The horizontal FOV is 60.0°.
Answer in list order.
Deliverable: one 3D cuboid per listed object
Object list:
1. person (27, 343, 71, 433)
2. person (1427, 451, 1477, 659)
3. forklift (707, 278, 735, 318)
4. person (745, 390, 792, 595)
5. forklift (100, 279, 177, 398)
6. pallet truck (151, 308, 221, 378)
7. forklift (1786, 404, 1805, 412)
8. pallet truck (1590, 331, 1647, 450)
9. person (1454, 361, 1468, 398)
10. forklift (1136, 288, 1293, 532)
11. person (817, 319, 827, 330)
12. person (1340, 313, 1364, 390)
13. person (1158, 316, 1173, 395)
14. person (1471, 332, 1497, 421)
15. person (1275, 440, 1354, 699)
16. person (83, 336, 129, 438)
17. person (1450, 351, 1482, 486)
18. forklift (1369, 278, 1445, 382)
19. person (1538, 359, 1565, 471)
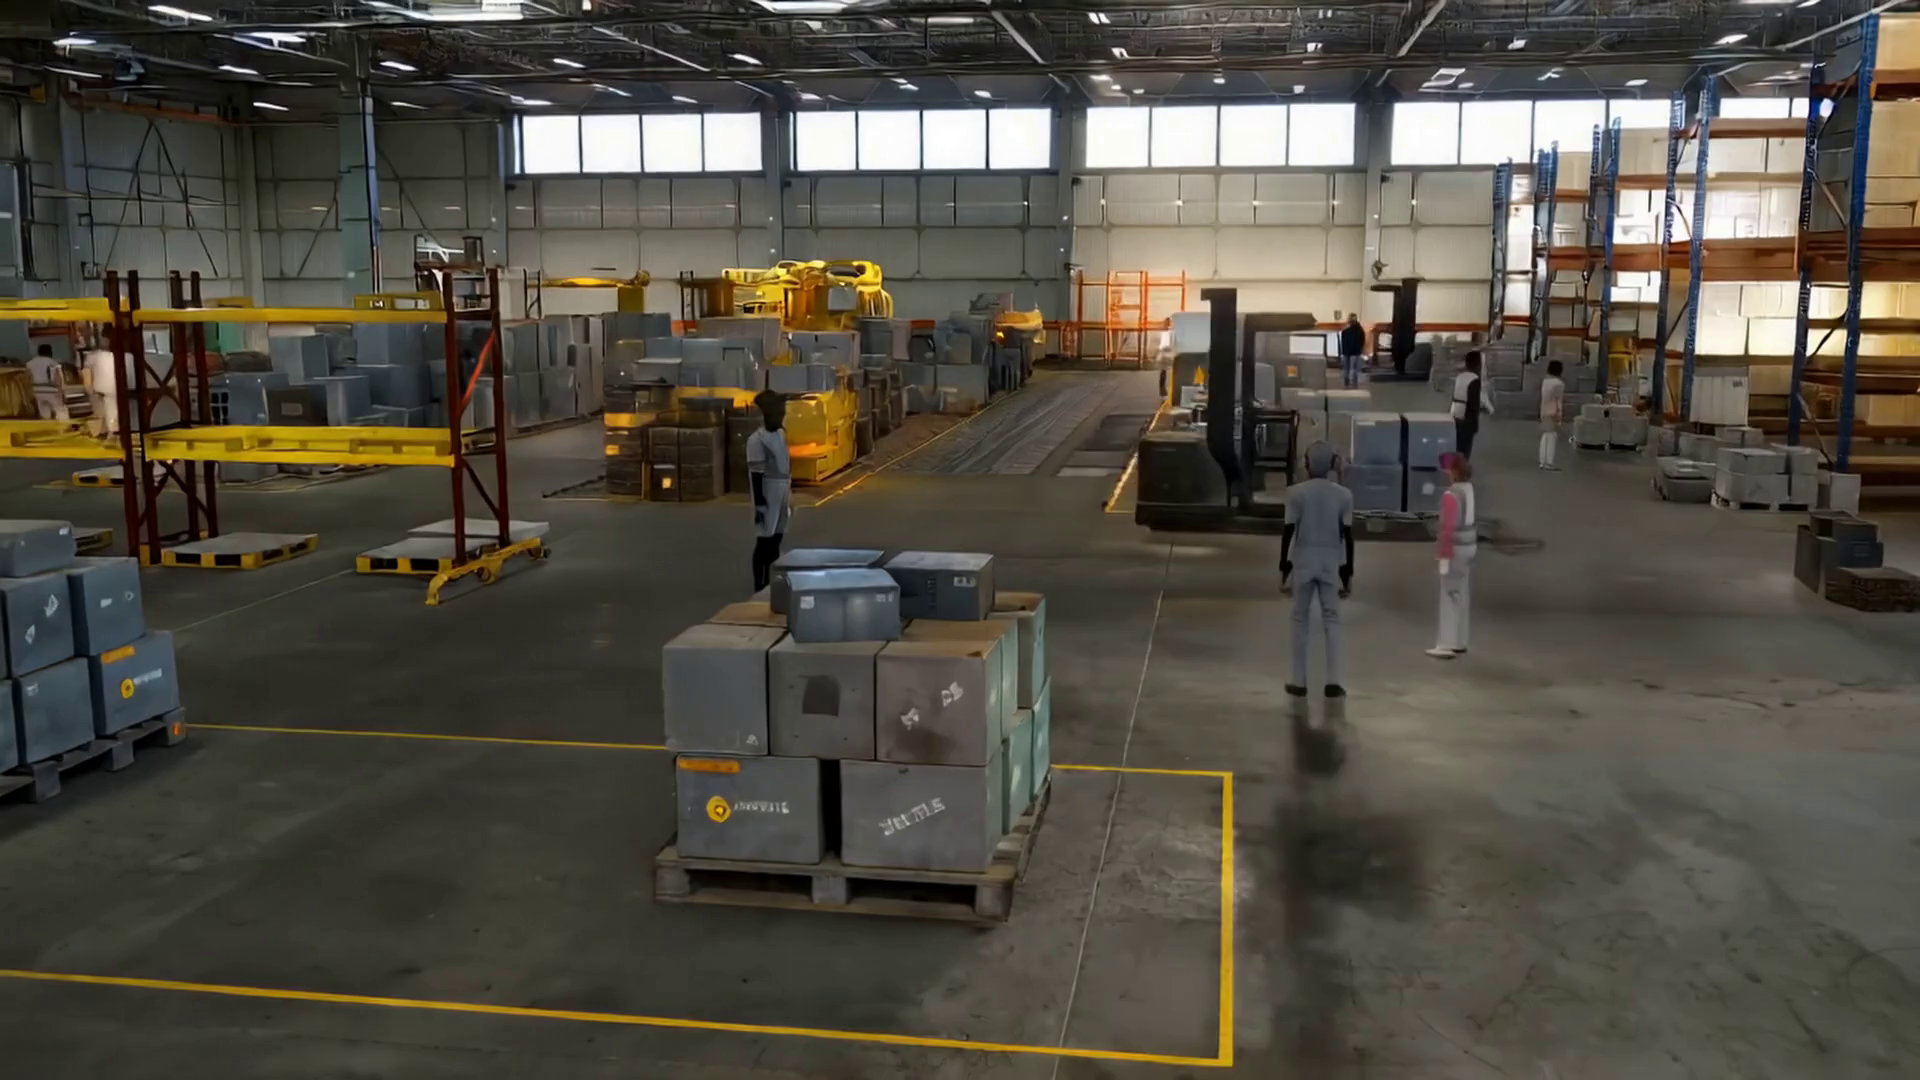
[{"bbox_3d":[-15.246,-2.395,27.907,0.657,1.828,0.568,1,9,9],"label":"person"},{"bbox_3d":[3.887,0.114,13.034,0.309,1.638,0.518,5,11,29],"label":"person"},{"bbox_3d":[-6.431,-5.689,45.000,1.873,2.768,1.129,4,10,23],"label":"forklift"},{"bbox_3d":[-1.698,-0.372,15.015,0.361,1.964,0.618,3,10,19],"label":"person"},{"bbox_3d":[-19.606,-4.720,39.027,1.873,2.768,1.129,1,9,9],"label":"forklift"},{"bbox_3d":[-21.869,-5.598,47.154,0.823,1.965,1.885,4,10,26],"label":"pallet truck"},{"bbox_3d":[18.511,-4.211,35.883,1.129,2.768,1.873,1,9,9],"label":"forklift"},{"bbox_3d":[11.253,-2.573,28.499,0.823,1.965,1.885,5,10,27],"label":"pallet truck"},{"bbox_3d":[7.877,-1.988,26.031,0.312,1.633,0.525,1,9,6],"label":"person"},{"bbox_3d":[3.050,-1.563,19.555,1.873,2.768,1.129,1,9,9],"label":"forklift"},{"bbox_3d":[-3.169,-4.081,37.979,0.362,1.939,0.635,4,10,21],"label":"person"},{"bbox_3d":[9.662,-4.607,41.049,0.612,1.995,0.376,-3,10,-20],"label":"person"},{"bbox_3d":[5.130,-4.524,40.809,0.563,1.898,0.945,5,10,28],"label":"person"},{"bbox_3d":[10.272,-3.195,32.874,0.604,1.826,0.631,2,9,13],"label":"person"},{"bbox_3d":[2.499,0.216,11.764,0.541,1.853,0.417,0,9,1],"label":"person"},{"bbox_3d":[-14.544,-2.513,28.382,0.634,1.921,0.530,0,9,-1],"label":"person"},{"bbox_3d":[7.168,-1.719,23.544,0.409,1.905,0.604,-1,9,-3],"label":"person"},{"bbox_3d":[12.076,-5.652,44.773,1.873,2.768,1.129,1,9,9],"label":"forklift"},{"bbox_3d":[8.971,-1.888,25.203,0.319,1.696,0.534,-1,9,-9],"label":"person"}]
